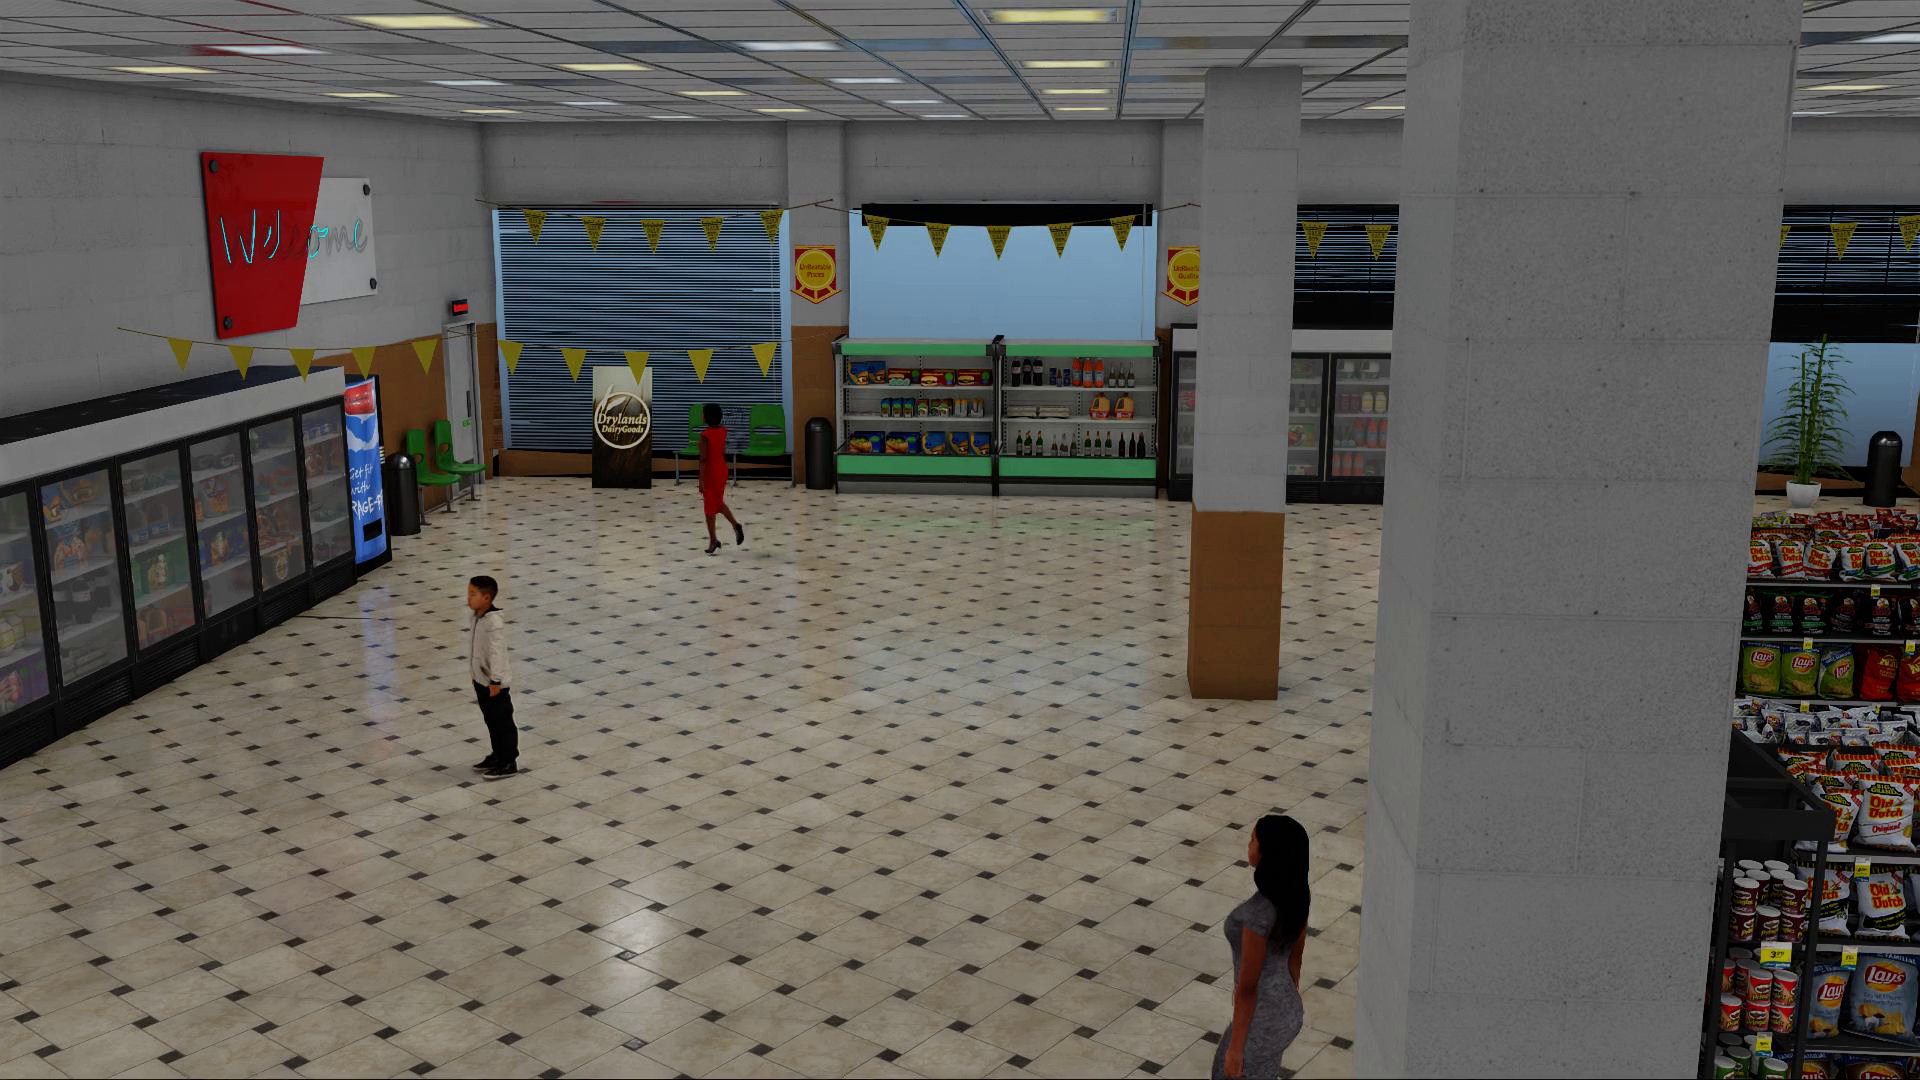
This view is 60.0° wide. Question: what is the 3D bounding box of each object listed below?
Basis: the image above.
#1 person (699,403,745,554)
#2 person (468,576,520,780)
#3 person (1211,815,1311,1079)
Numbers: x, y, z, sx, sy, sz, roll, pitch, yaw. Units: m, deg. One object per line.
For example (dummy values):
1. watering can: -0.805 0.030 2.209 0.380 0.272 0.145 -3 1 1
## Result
1. person: -2.707 -0.679 18.808 0.889 1.730 0.772 7 14 30
2. person: -3.287 0.955 11.728 0.698 1.451 0.635 -10 16 -40
3. person: 1.234 1.924 6.348 0.902 1.770 0.808 9 15 37
